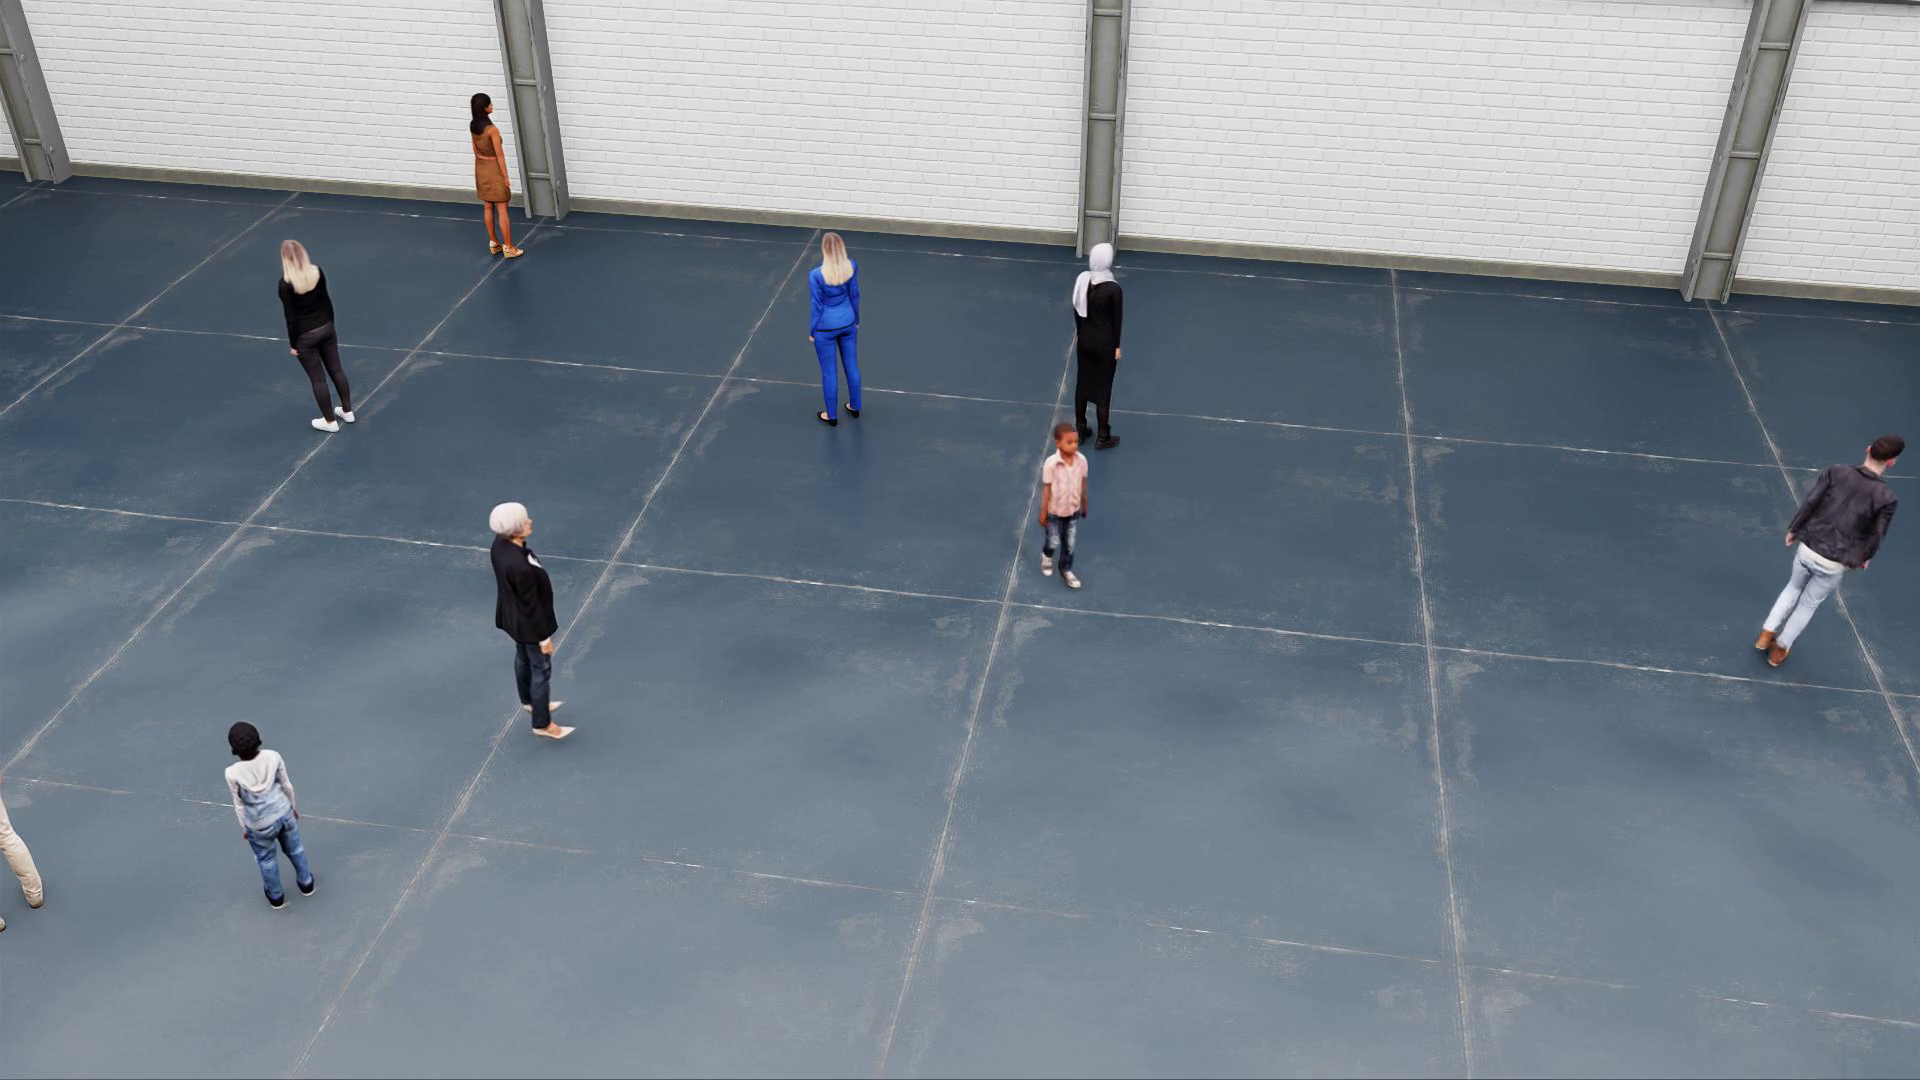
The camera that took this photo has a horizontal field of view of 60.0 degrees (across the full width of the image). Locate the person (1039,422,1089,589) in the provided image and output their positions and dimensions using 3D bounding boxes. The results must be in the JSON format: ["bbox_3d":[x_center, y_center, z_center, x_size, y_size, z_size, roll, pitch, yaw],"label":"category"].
[{"bbox_3d":[0.722,-0.276,12.008,0.672,1.301,0.725,-12,35,-17],"label":"person"}]

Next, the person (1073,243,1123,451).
[{"bbox_3d":[1.111,-1.569,13.520,0.625,1.779,0.738,24,41,32],"label":"person"}]

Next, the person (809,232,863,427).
[{"bbox_3d":[-1.039,-1.769,13.892,0.695,1.700,0.761,-20,39,-28],"label":"person"}]

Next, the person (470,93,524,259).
[{"bbox_3d":[-4.719,-3.674,16.769,0.584,1.689,0.692,23,40,31],"label":"person"}]

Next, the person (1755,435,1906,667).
[{"bbox_3d":[5.675,0.131,10.940,0.778,1.804,0.874,25,41,33],"label":"person"}]

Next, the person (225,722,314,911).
[{"bbox_3d":[-3.887,1.538,9.317,0.559,1.258,0.612,-27,42,-34],"label":"person"}]

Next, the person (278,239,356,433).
[{"bbox_3d":[-5.357,-1.692,13.791,0.669,1.685,0.688,20,39,27],"label":"person"}]

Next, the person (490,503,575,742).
[{"bbox_3d":[-2.672,0.465,10.330,0.789,1.780,0.836,-18,37,-25],"label":"person"}]
